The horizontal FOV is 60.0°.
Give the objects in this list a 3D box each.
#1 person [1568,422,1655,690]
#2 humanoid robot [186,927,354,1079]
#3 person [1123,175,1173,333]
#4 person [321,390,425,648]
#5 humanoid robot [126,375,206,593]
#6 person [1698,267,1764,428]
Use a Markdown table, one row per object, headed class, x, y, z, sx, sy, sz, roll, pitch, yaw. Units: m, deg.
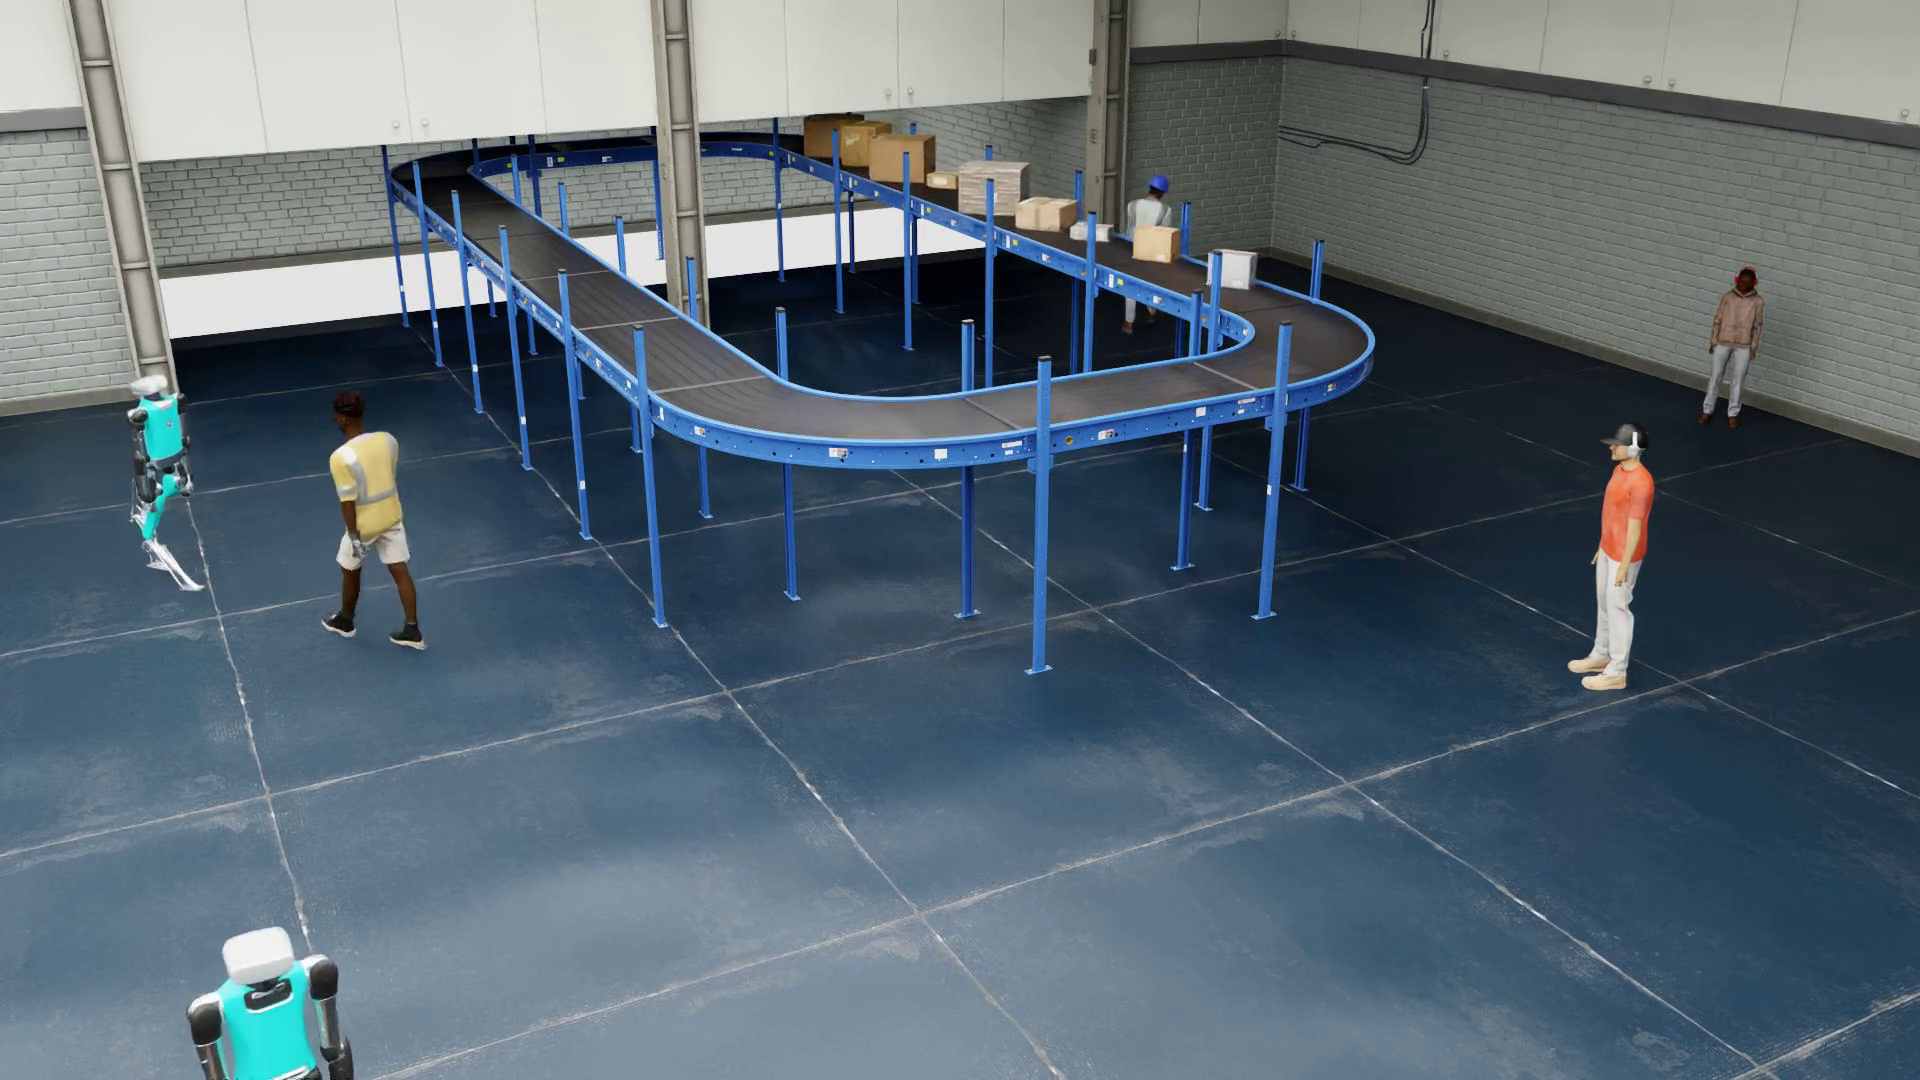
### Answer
| class | x | y | z | sx | sy | sz | roll | pitch | yaw |
| --- | --- | --- | --- | --- | --- | --- | --- | --- | --- |
| person | 4.497 | 0.102 | 11.456 | 0.412 | 1.907 | 0.477 | 0 | 22 | 1 |
| humanoid robot | -2.419 | 2.334 | 6.183 | 0.542 | 1.814 | 0.710 | -17 | 28 | -36 |
| person | 2.325 | -3.529 | 20.458 | 0.584 | 1.869 | 0.965 | 6 | 23 | 15 |
| person | -4.346 | -0.163 | 12.068 | 0.957 | 1.923 | 0.605 | 13 | 25 | 29 |
| humanoid robot | -6.354 | -0.444 | 13.043 | 0.900 | 1.783 | 0.544 | 8 | 23 | 18 |
| person | 7.862 | -1.971 | 16.899 | 0.454 | 1.651 | 0.338 | 11 | 25 | 26 |
